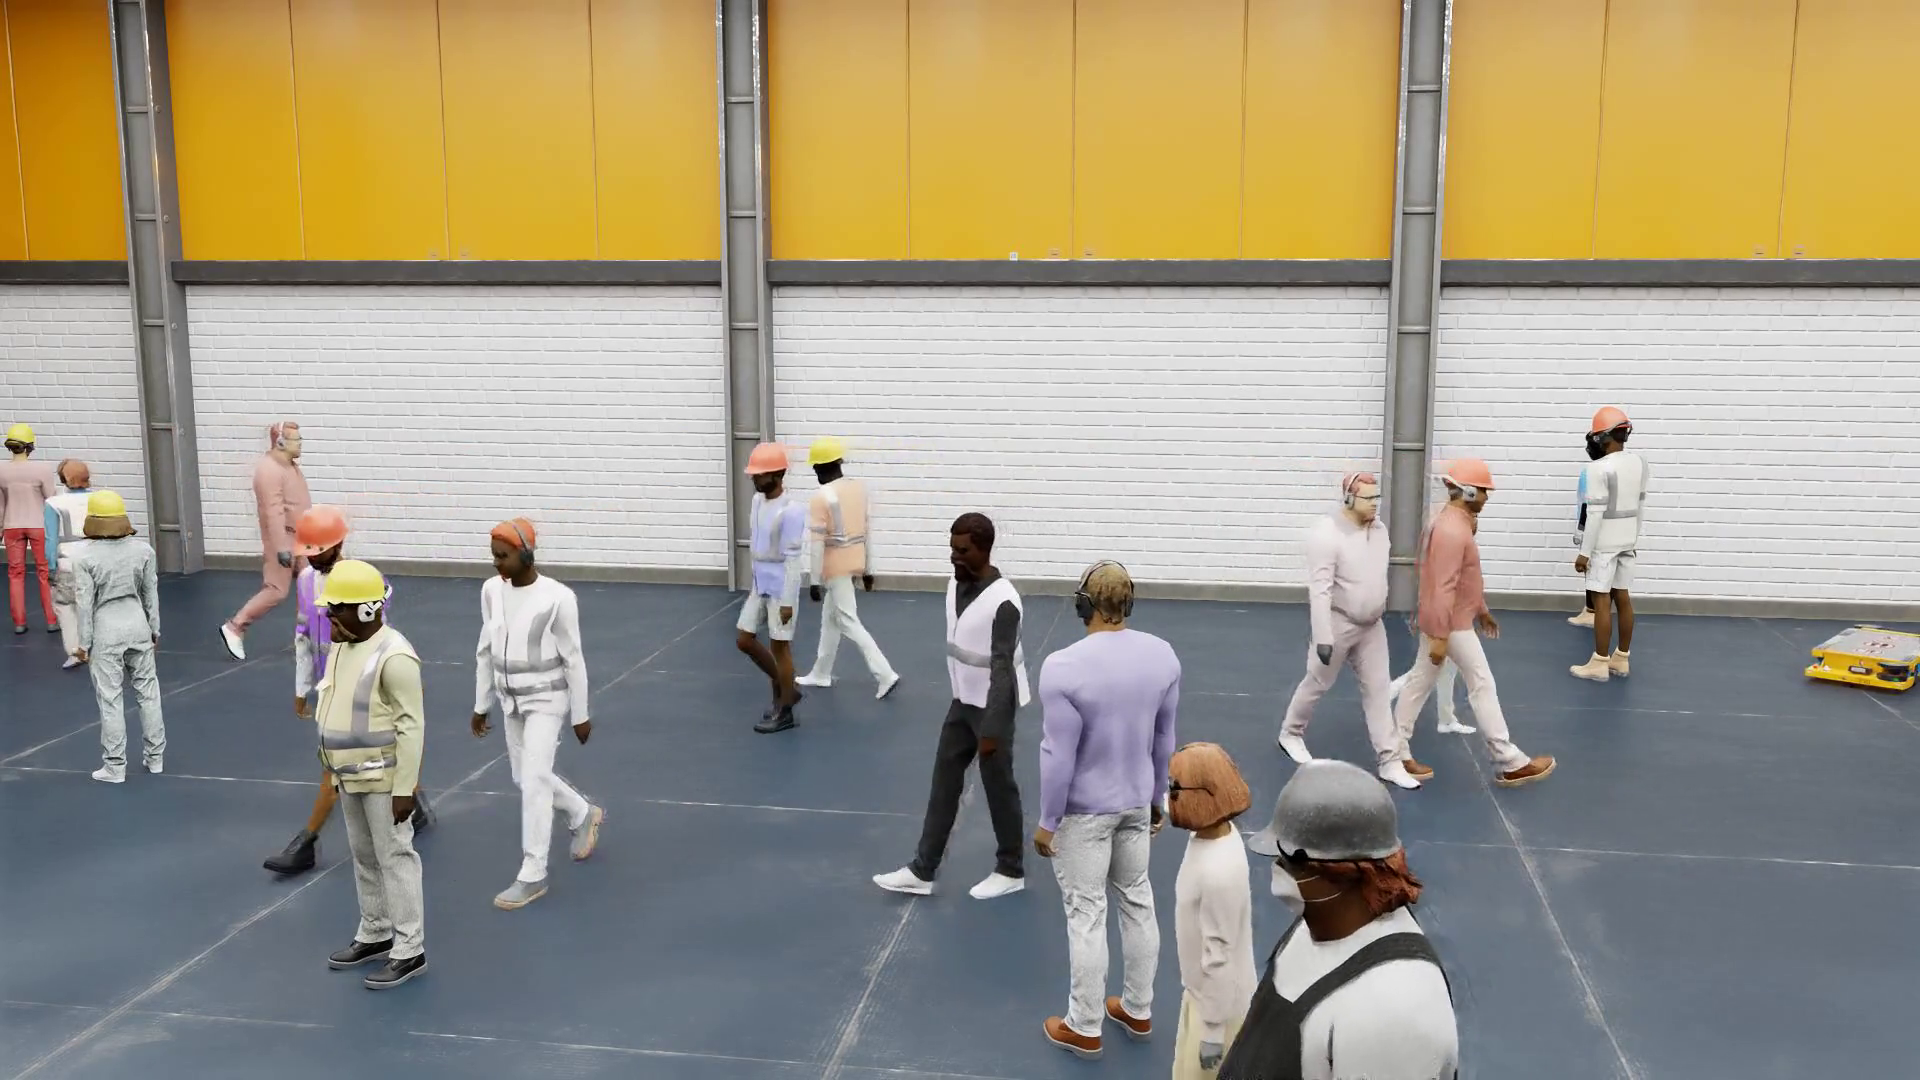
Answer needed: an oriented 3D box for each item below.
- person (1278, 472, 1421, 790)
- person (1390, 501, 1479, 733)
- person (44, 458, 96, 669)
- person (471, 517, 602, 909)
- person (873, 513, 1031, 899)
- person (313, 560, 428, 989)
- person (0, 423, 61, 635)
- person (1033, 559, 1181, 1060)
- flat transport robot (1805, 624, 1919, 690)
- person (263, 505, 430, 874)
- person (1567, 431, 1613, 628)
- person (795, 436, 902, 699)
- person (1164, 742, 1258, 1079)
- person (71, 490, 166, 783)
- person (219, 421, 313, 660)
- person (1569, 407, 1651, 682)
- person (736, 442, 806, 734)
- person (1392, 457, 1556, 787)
[{"bbox_3d":[2.323,0.509,9.980,0.655,1.857,1.022,-6,11,-32],"label":"person"},{"bbox_3d":[3.012,0.503,10.769,0.704,1.603,0.510,0,9,0],"label":"person"},{"bbox_3d":[-6.646,0.195,12.556,0.476,1.621,0.550,7,12,37],"label":"person"},{"bbox_3d":[-2.039,0.793,8.190,0.580,1.865,0.801,6,11,33],"label":"person"},{"bbox_3d":[-0.008,0.817,7.898,0.789,1.891,0.622,-5,10,-28],"label":"person"},{"bbox_3d":[-2.511,0.983,7.073,0.601,1.830,0.403,9,13,43],"label":"person"},{"bbox_3d":[-7.780,-0.089,13.888,0.523,1.769,0.315,-2,9,-10],"label":"person"},{"bbox_3d":[0.557,1.032,6.441,0.637,1.938,0.357,-6,11,-32],"label":"person"},{"bbox_3d":[6.950,0.870,12.571,0.652,0.197,1.431,8,12,41],"label":"flat transport robot"},{"bbox_3d":[-3.155,0.731,8.546,0.557,1.863,0.994,7,11,36],"label":"person"},{"bbox_3d":[5.431,-0.101,14.185,0.532,1.696,0.318,-7,11,-36],"label":"person"},{"bbox_3d":[-0.805,0.195,11.813,0.950,1.883,0.595,5,11,30],"label":"person"},{"bbox_3d":[0.837,1.410,5.105,0.504,1.621,0.511,0,9,2],"label":"person"},{"bbox_3d":[-5.025,0.567,9.916,0.300,1.742,0.493,7,11,37],"label":"person"},{"bbox_3d":[-5.320,0.007,12.967,0.845,1.876,0.647,0,9,-1],"label":"person"},{"bbox_3d":[4.796,0.030,12.334,0.605,2.033,0.391,-6,11,-31],"label":"person"},{"bbox_3d":[-1.236,0.319,10.858,0.398,1.925,0.555,-7,12,-37],"label":"person"},{"bbox_3d":[2.992,0.485,9.793,1.018,1.933,0.605,1,9,5],"label":"person"}]
